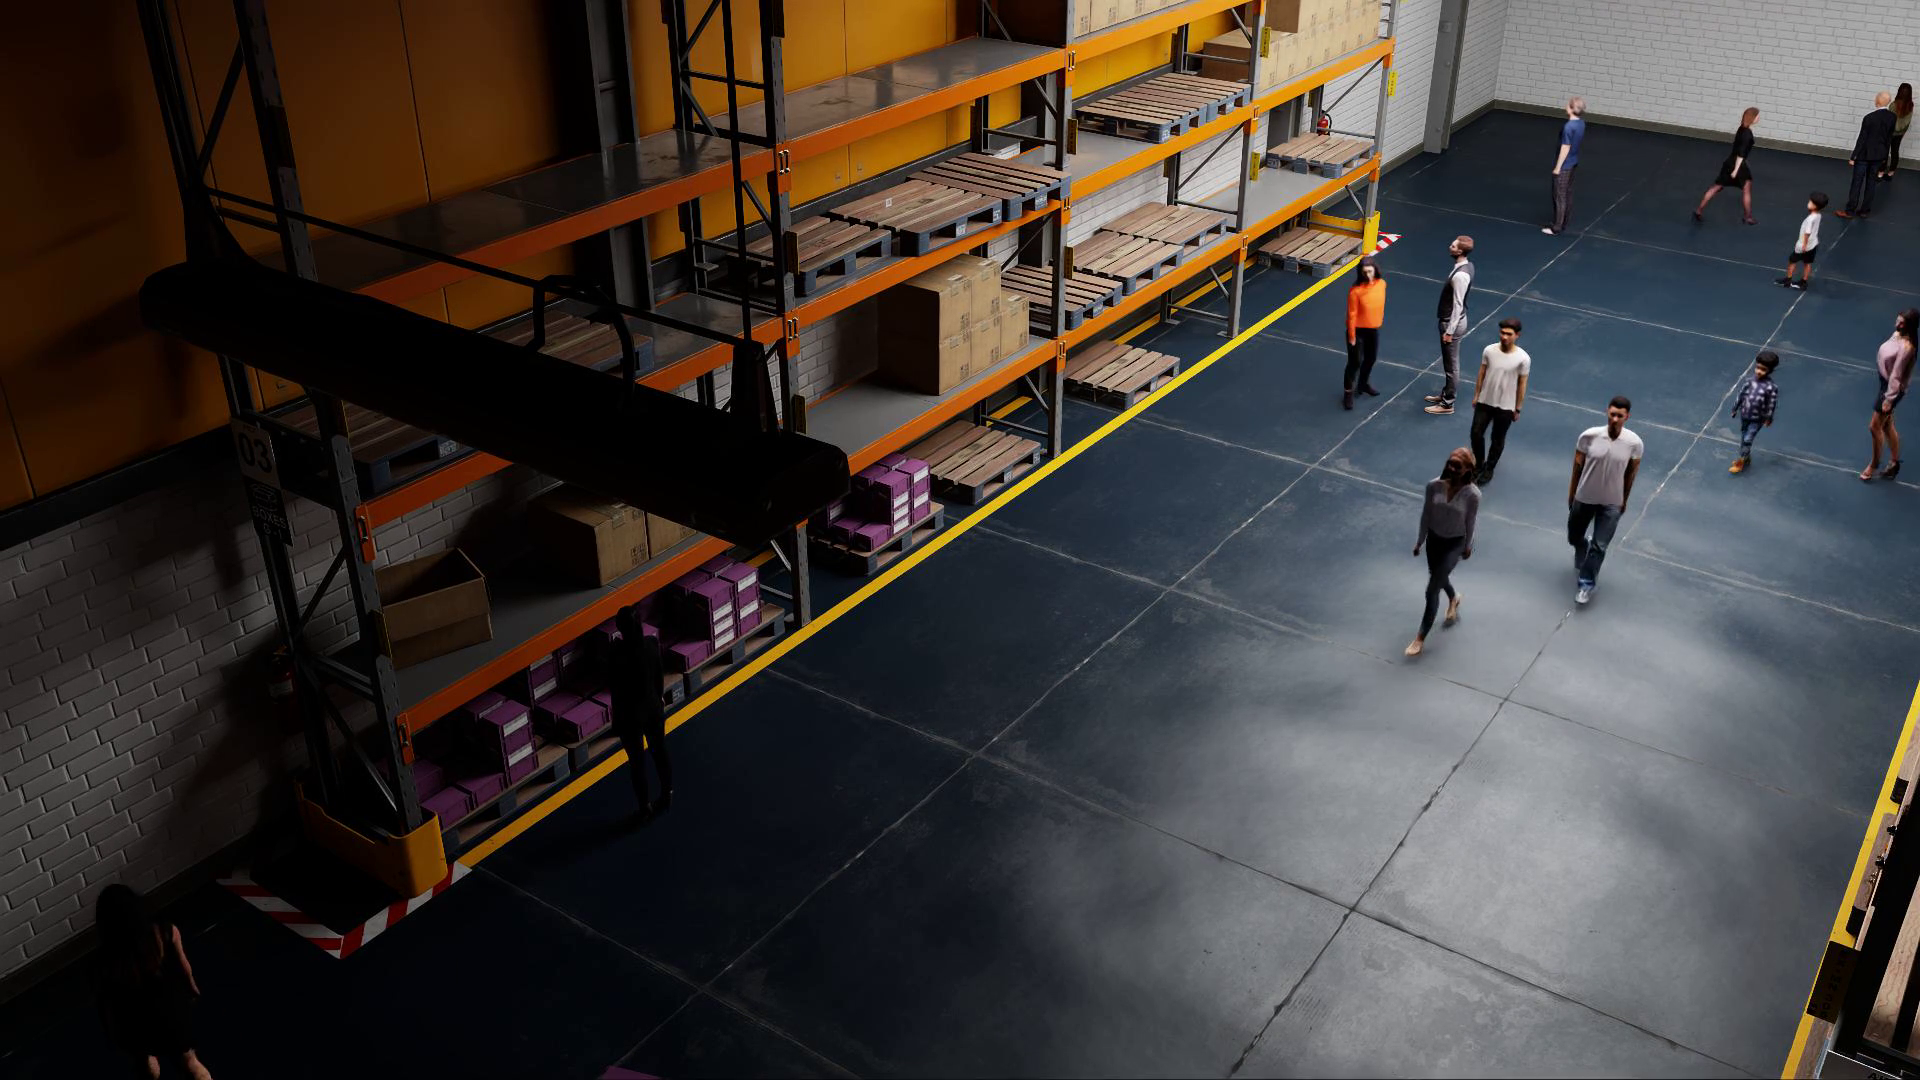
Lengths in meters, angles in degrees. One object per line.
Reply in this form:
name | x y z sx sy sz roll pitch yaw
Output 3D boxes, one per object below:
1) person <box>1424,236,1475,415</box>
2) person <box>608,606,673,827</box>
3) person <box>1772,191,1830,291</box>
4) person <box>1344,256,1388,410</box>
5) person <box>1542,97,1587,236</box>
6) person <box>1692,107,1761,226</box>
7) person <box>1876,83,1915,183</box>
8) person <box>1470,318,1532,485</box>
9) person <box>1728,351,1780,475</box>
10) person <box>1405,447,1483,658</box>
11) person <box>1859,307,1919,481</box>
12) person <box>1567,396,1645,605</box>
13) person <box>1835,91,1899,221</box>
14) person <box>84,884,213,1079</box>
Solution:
person | 5.211 -2.283 17.558 0.783 1.938 0.601 9 30 16
person | -2.193 1.192 11.425 0.494 1.711 0.677 -24 36 -36
person | 10.762 -3.762 20.989 0.602 1.249 0.628 -22 36 -35
person | 4.278 -2.225 17.683 0.774 1.718 0.941 -23 36 -35
person | 8.348 -5.160 22.903 0.747 1.870 0.527 24 37 37
person | 10.681 -5.151 23.119 1.034 1.648 1.118 2 29 3
person | 14.140 -6.172 25.171 0.641 1.475 0.702 -5 29 -9
person | 5.244 -1.376 16.127 0.633 1.716 0.552 19 34 31
person | 7.891 -1.280 16.453 0.755 1.236 0.638 -19 34 -30
person | 3.961 0.032 13.505 0.677 1.756 1.201 23 36 36
person | 9.036 -1.407 16.117 0.835 1.780 0.758 15 32 25
person | 5.465 -0.396 14.192 0.752 1.850 1.032 14 32 24
person | 12.845 -5.431 23.473 0.762 1.800 0.808 -3 29 -6
person | -4.269 2.591 8.891 0.957 1.682 0.860 -24 37 -37
